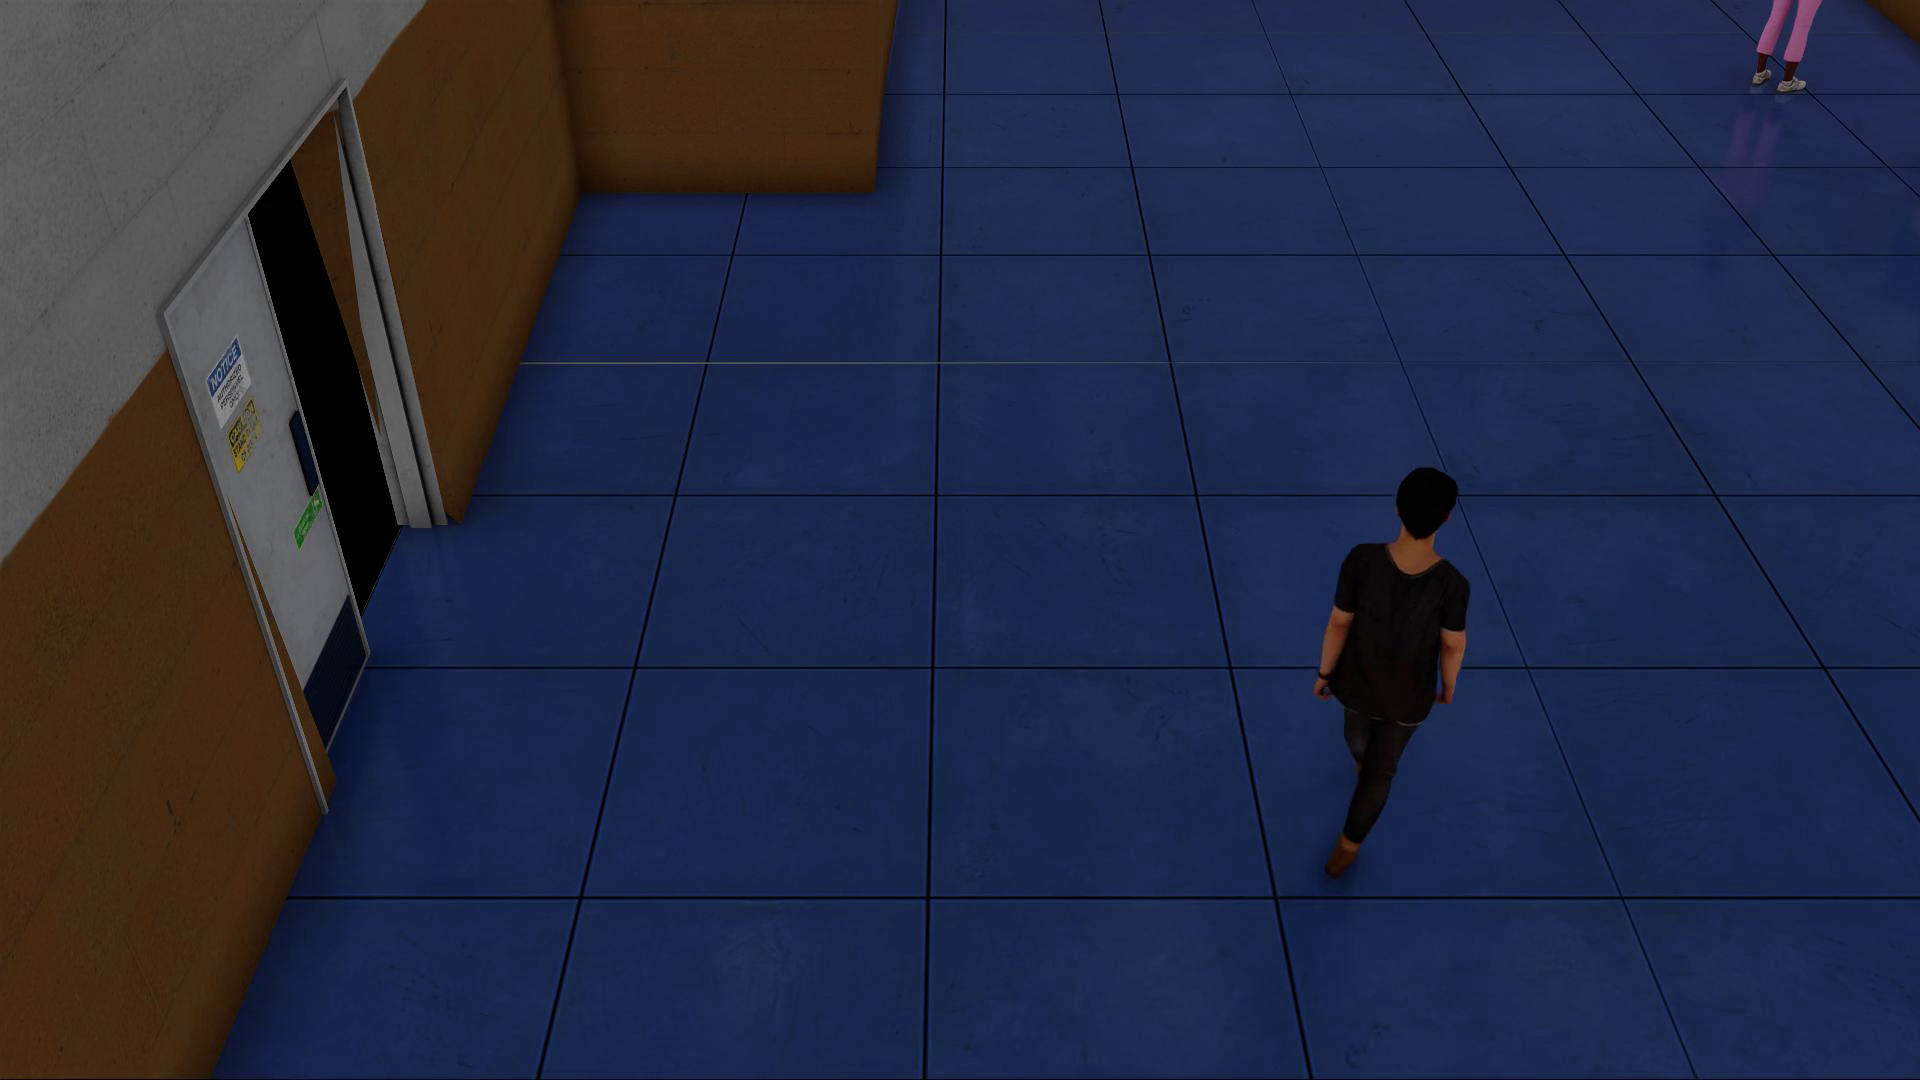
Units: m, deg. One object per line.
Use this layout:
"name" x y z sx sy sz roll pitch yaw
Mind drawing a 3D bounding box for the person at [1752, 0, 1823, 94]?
"person" 6.302 -4.233 12.402 0.690 1.740 0.657 -24 43 -28

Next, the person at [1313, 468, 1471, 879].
"person" 1.544 0.540 6.096 1.101 1.675 1.014 18 40 22
